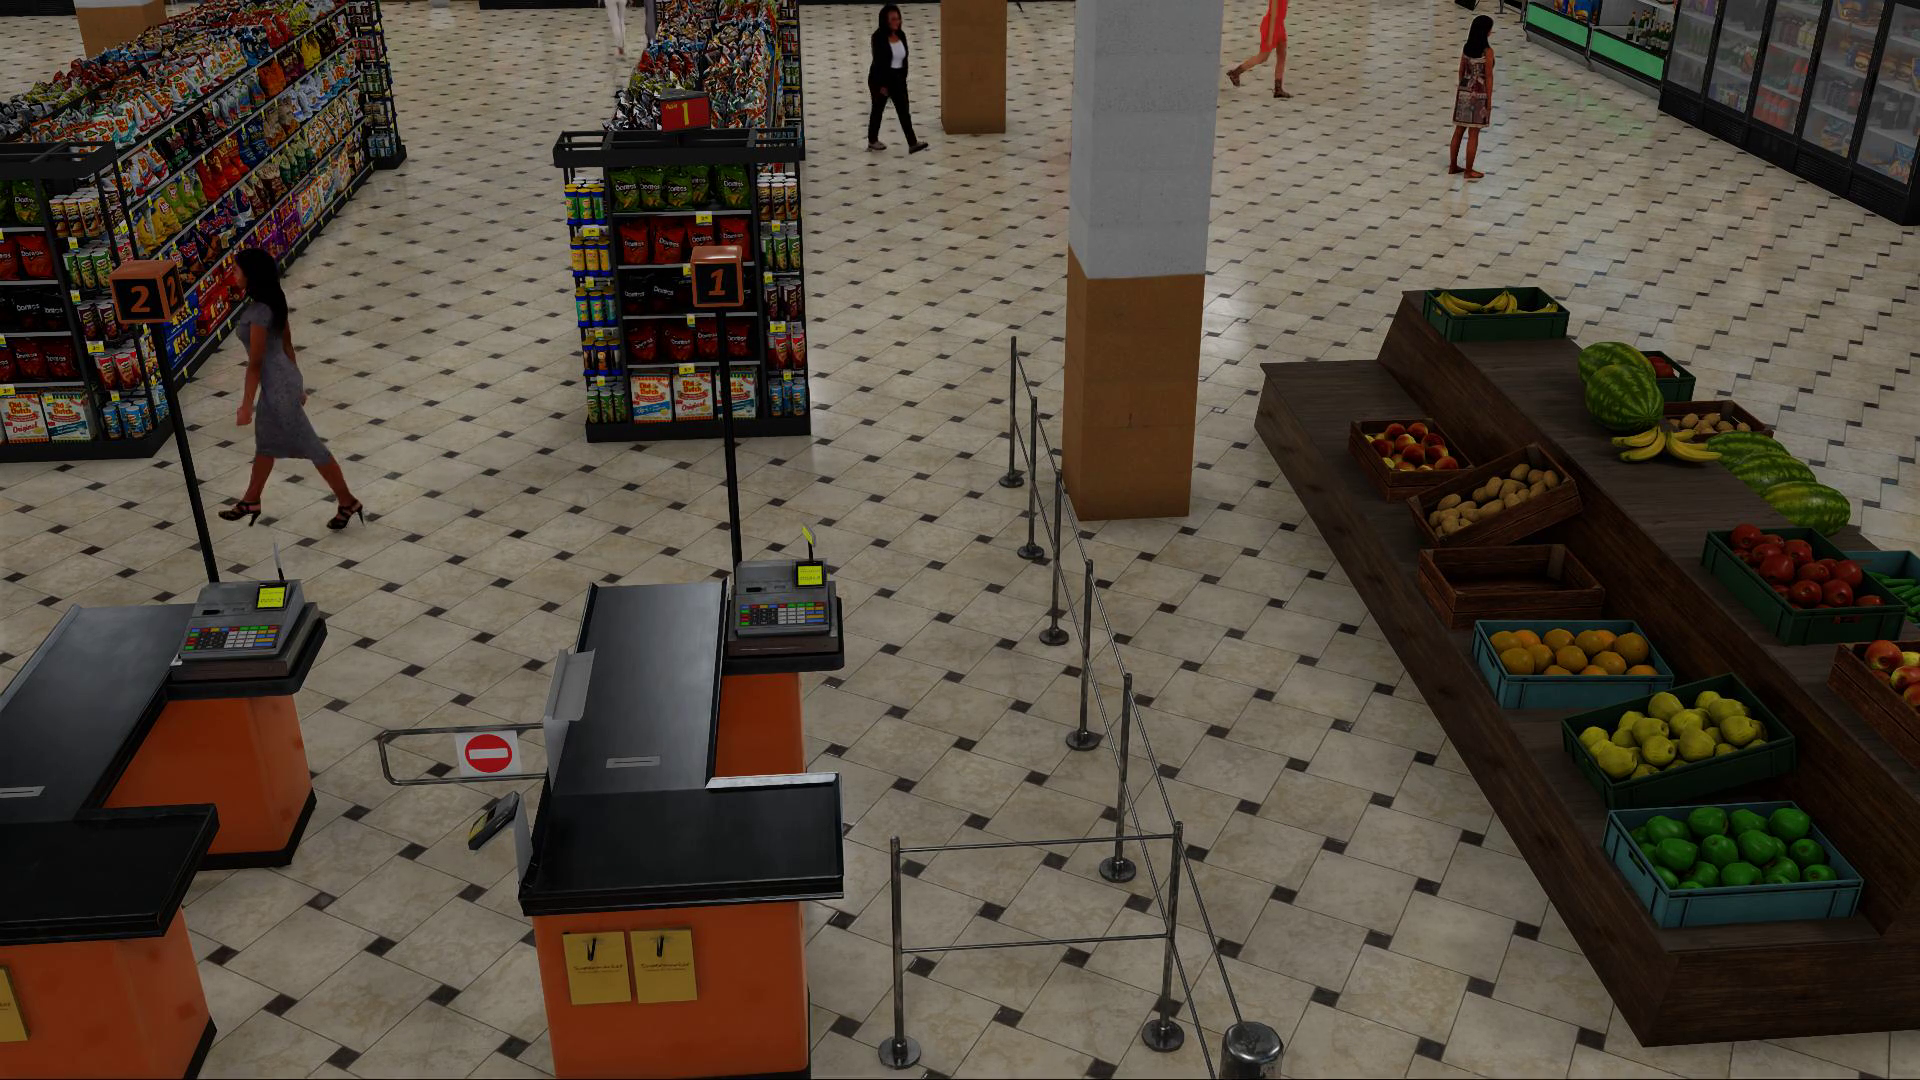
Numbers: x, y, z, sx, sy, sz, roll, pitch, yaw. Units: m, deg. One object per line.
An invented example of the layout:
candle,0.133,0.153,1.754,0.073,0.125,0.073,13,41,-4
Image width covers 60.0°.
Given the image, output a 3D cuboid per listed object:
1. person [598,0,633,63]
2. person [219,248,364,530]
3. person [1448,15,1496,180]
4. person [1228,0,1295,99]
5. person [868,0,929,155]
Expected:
person,-4.698,-7.442,22.836,0.767,1.694,0.821,-18,32,-31
person,-3.861,-0.824,9.731,0.748,1.744,1.027,-6,28,-12
person,5.341,-4.619,17.324,0.783,1.645,0.629,-15,30,-27
person,3.795,-6.340,20.681,1.018,1.679,1.115,11,29,21
person,-0.855,-5.018,18.191,1.129,1.573,1.051,22,34,36
